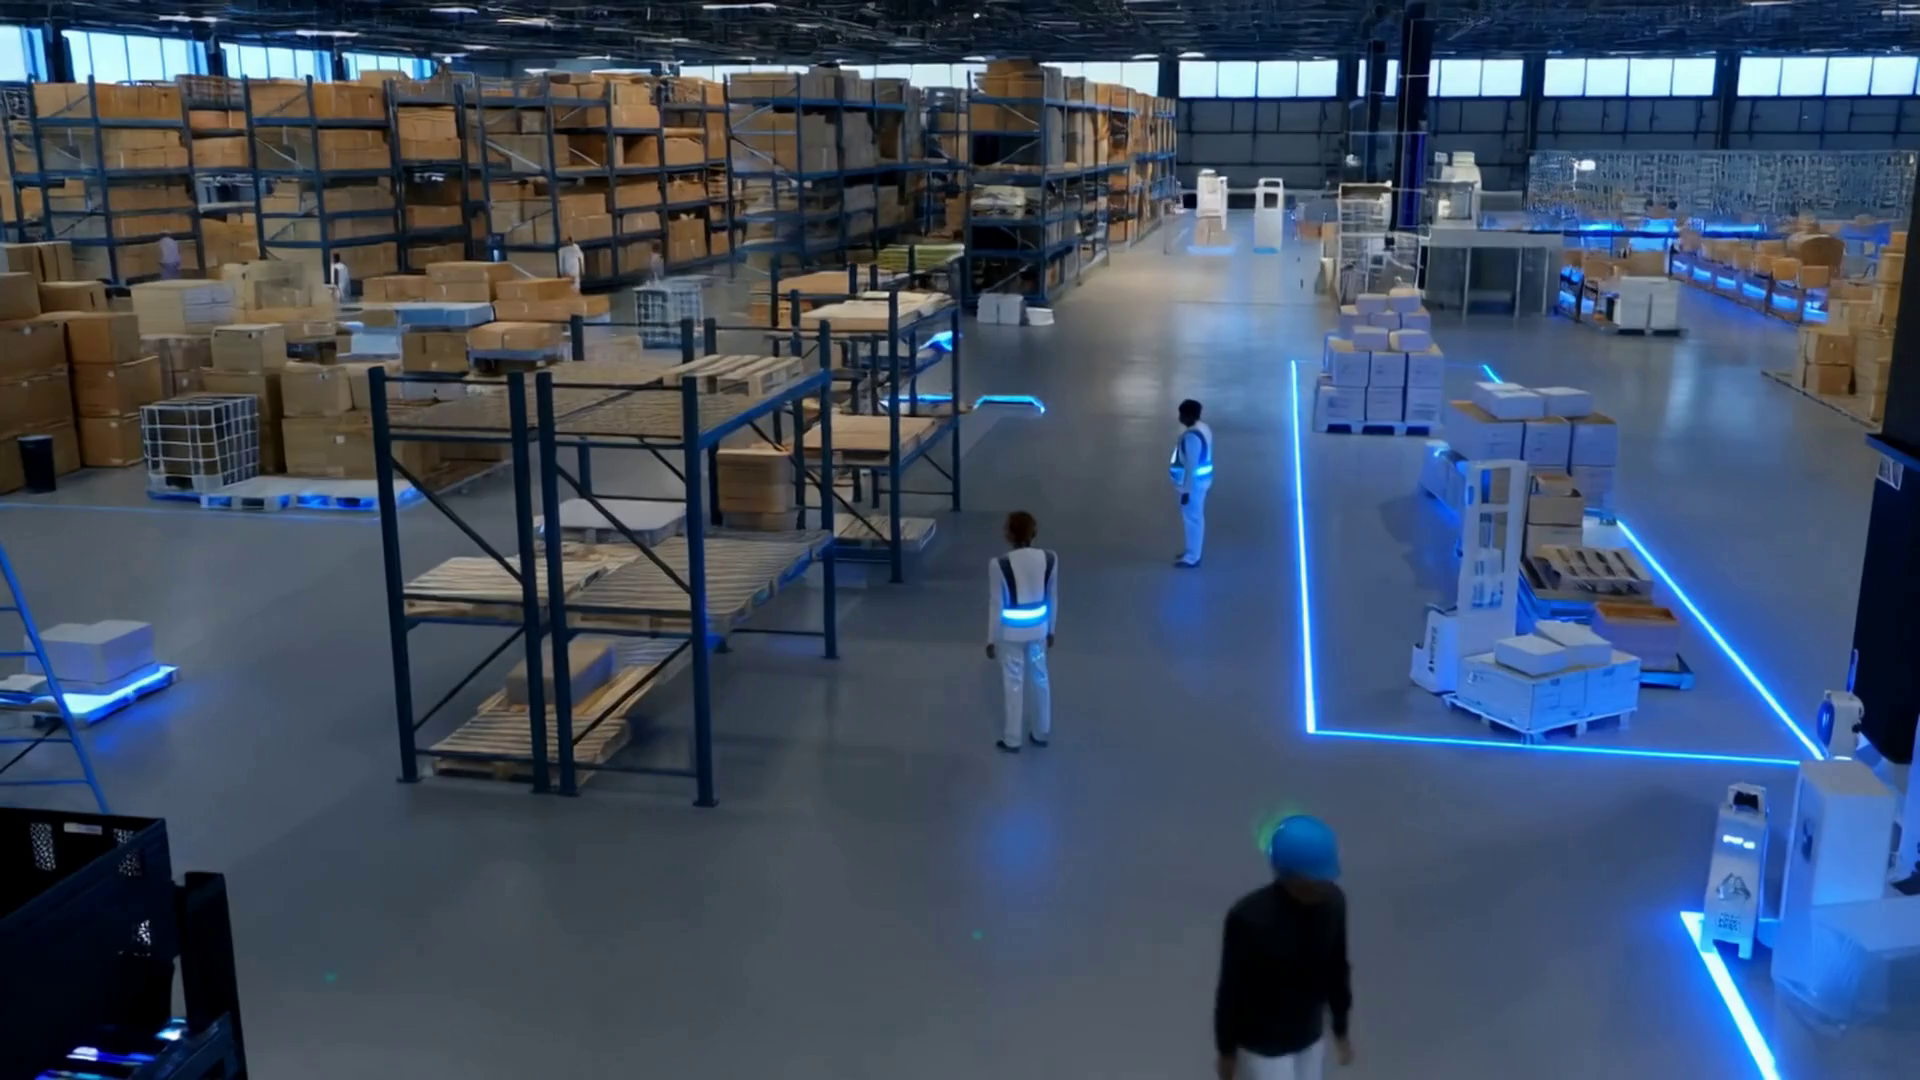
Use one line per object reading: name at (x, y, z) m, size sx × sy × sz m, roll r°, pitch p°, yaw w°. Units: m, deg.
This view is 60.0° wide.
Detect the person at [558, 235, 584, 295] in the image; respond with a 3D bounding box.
person at (-10.207, -7.034, 43.713) m, size 0.627 × 1.934 × 0.371 m, roll -3°, pitch 14°, yaw -14°

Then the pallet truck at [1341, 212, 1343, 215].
pallet truck at (15.874, -13.227, 70.310) m, size 0.680 × 1.201 × 1.601 m, roll 10°, pitch 17°, yaw 35°

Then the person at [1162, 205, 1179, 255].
person at (7.919, -11.627, 62.507) m, size 0.652 × 1.857 × 0.982 m, roll -5°, pitch 15°, yaw -19°

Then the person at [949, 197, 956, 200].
person at (-0.285, -17.996, 88.519) m, size 0.609 × 1.785 × 0.891 m, roll 1°, pitch 14°, yaw 5°

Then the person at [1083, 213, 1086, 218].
person at (5.786, -15.446, 77.918) m, size 0.408 × 1.909 × 0.638 m, roll -9°, pitch 16°, yaw -31°

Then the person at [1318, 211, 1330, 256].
person at (13.674, -11.509, 62.384) m, size 0.455 × 1.682 × 0.554 m, roll -10°, pitch 17°, yaw -35°

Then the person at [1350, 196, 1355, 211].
person at (20.654, -17.774, 87.731) m, size 0.485 × 1.735 × 0.346 m, roll -11°, pitch 17°, yaw -37°

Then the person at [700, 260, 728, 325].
person at (-5.774, -5.654, 38.650) m, size 0.658 × 1.673 × 0.540 m, roll 6°, pitch 15°, yaw 23°

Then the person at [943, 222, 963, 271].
person at (-0.199, -8.672, 50.445) m, size 0.669 × 1.887 × 0.521 m, roll 4°, pitch 14°, yaw 16°

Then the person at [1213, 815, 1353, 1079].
person at (1.325, 2.025, 6.847) m, size 0.610 × 1.971 × 0.512 m, roll -9°, pitch 17°, yaw -34°

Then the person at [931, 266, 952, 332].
person at (-0.402, -5.488, 37.475) m, size 0.547 × 1.915 × 0.675 m, roll -4°, pitch 14°, yaw -16°

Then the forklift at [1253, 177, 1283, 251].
forklift at (12.083, -12.747, 64.956) m, size 1.129 × 2.768 × 1.873 m, roll 3°, pitch 14°, yaw 10°

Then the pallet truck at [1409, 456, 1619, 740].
pallet truck at (4.504, 0.400, 13.395) m, size 0.823 × 1.965 × 1.885 m, roll -6°, pitch 15°, yaw -23°

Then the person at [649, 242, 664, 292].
person at (-7.441, -6.445, 41.348) m, size 0.990 × 1.912 × 0.637 m, roll 2°, pitch 14°, yaw 9°

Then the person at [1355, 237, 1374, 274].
person at (11.389, -7.709, 46.931) m, size 0.537 × 1.698 × 0.320 m, roll 9°, pitch 16°, yaw 32°

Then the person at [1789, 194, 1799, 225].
person at (37.374, -14.578, 74.546) m, size 0.404 × 1.830 × 0.602 m, roll 11°, pitch 17°, yaw 37°

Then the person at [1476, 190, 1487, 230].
person at (24.668, -15.665, 78.837) m, size 0.665 × 1.887 × 0.650 m, roll -8°, pitch 16°, yaw -31°

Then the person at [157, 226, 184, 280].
person at (-22.415, -7.941, 47.307) m, size 0.630 × 1.965 × 0.779 m, roll 3°, pitch 14°, yaw 12°

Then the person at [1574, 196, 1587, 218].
person at (26.904, -14.014, 72.229) m, size 0.570 × 1.845 × 0.384 m, roll -3°, pitch 14°, yaw -11°

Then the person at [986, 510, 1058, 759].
person at (0.465, 0.700, 12.411) m, size 0.572 × 1.886 × 0.355 m, roll -7°, pitch 15°, yaw -25°

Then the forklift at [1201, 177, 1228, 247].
forklift at (10.136, -13.063, 66.238) m, size 1.129 × 2.768 × 1.873 m, roll 3°, pitch 14°, yaw 10°

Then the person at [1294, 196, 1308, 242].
person at (14.388, -13.574, 70.272) m, size 0.649 × 1.922 × 0.697 m, roll -2°, pitch 14°, yaw -7°

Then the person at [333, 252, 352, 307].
person at (-14.062, -5.598, 37.905) m, size 0.391 × 1.922 × 0.593 m, roll -3°, pitch 14°, yaw -11°

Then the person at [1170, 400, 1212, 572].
person at (2.450, -0.580, 17.709) m, size 0.430 × 1.838 × 0.623 m, roll 5°, pitch 15°, yaw 18°

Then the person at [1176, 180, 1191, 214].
person at (12.533, -19.244, 93.372) m, size 0.972 × 1.884 × 0.571 m, roll 4°, pitch 14°, yaw 17°

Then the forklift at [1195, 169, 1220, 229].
forklift at (11.873, -16.306, 79.408) m, size 1.129 × 2.768 × 1.873 m, roll 3°, pitch 14°, yaw 10°

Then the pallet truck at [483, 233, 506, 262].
pallet truck at (-11.832, -7.026, 43.548) m, size 1.885 × 1.965 × 0.823 m, roll 8°, pitch 16°, yaw 28°
